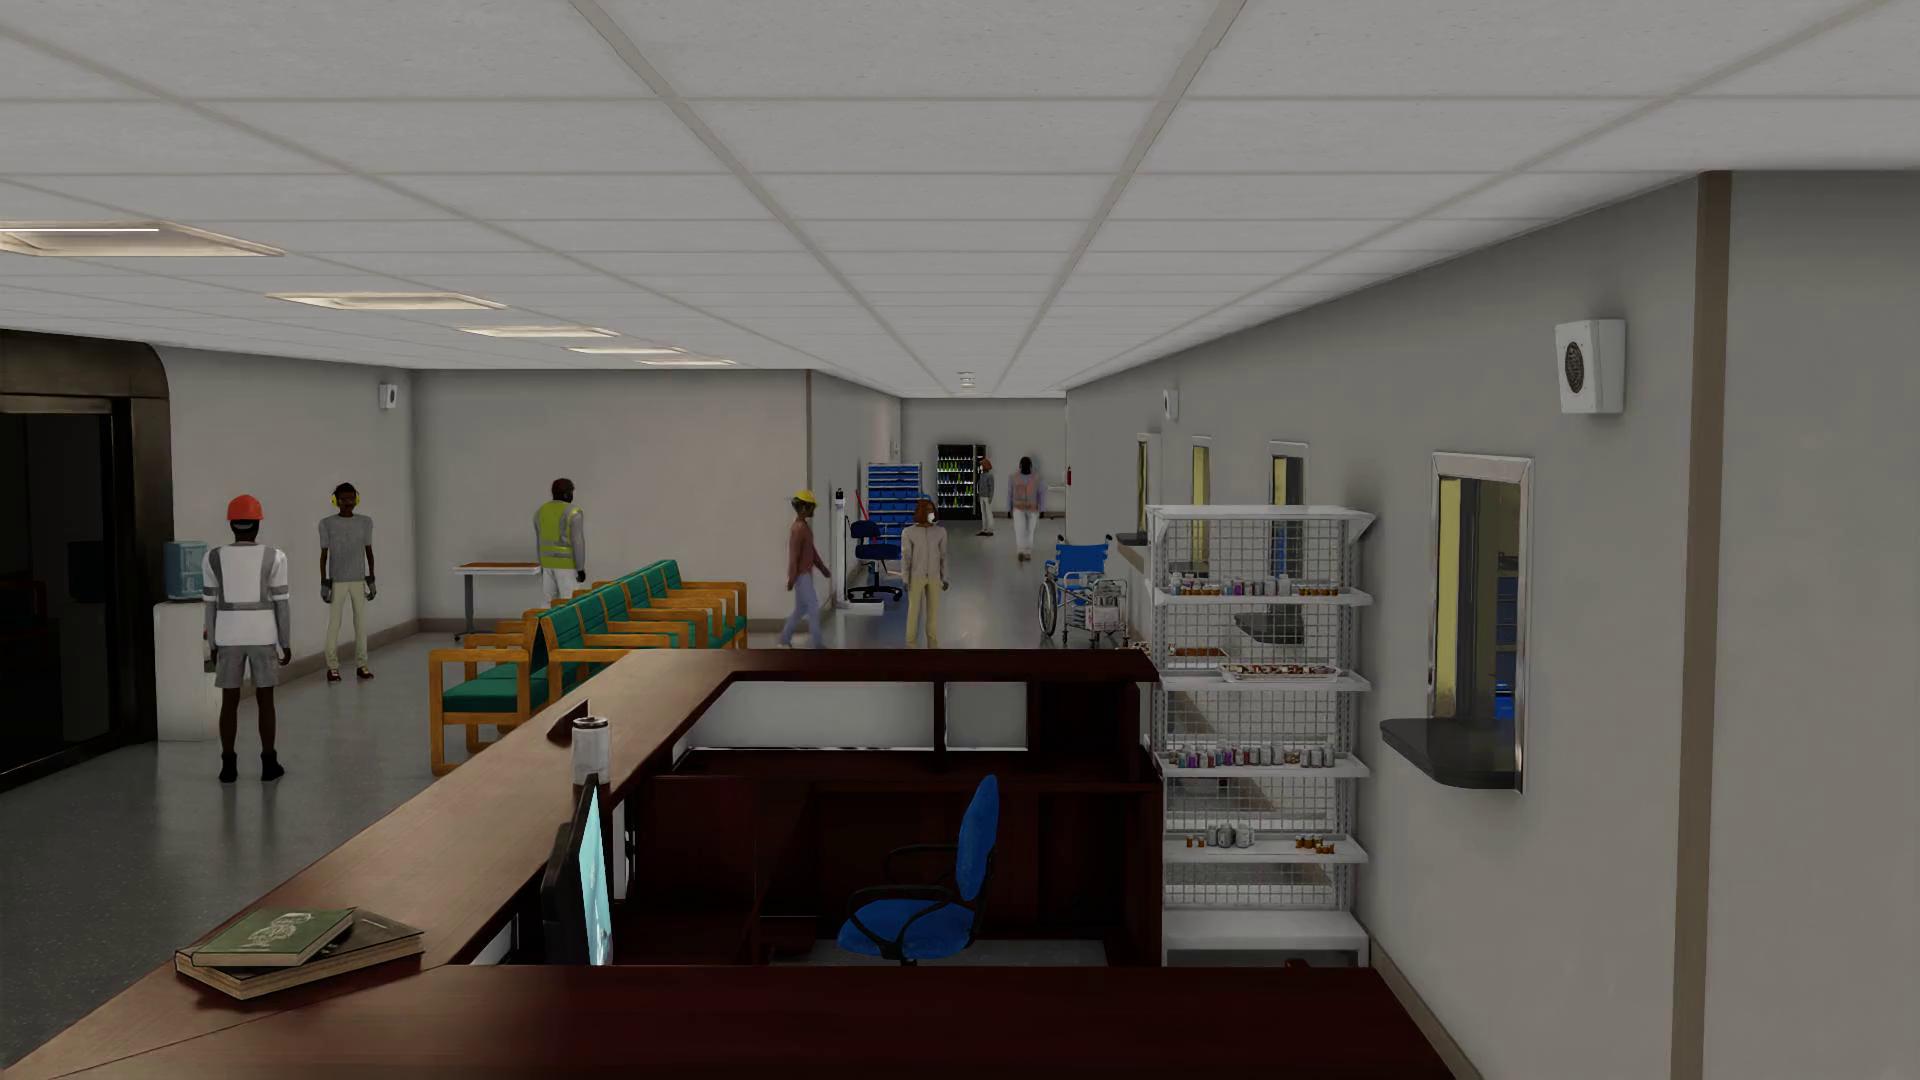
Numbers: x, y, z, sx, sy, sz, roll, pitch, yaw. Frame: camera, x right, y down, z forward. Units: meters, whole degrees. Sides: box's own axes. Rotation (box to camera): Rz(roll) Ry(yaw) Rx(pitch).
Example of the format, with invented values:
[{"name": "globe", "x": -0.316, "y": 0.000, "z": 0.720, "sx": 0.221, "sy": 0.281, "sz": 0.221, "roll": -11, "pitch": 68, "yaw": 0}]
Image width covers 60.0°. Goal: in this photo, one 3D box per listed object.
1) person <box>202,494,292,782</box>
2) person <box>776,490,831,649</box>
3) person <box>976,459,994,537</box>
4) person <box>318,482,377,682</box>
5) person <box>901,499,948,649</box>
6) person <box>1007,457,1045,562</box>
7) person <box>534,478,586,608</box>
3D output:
[{"name": "person", "x": -4.799, "y": 0.658, "z": 11.223, "sx": 0.546, "sy": 1.930, "sz": 0.388, "roll": -1, "pitch": 4, "yaw": -12}, {"name": "person", "x": -1.572, "y": 0.349, "z": 17.025, "sx": 0.682, "sy": 1.715, "sz": 0.532, "roll": 0, "pitch": 4, "yaw": 0}, {"name": "person", "x": 0.537, "y": -0.882, "z": 34.872, "sx": 0.278, "sy": 1.633, "sz": 0.507, "roll": -2, "pitch": 5, "yaw": -30}, {"name": "person", "x": -5.711, "y": 0.391, "z": 15.511, "sx": 0.498, "sy": 1.860, "sz": 0.328, "roll": -3, "pitch": 5, "yaw": -34}, {"name": "person", "x": -0.357, "y": 0.399, "z": 16.874, "sx": 0.507, "sy": 1.636, "sz": 0.275, "roll": -2, "pitch": 4, "yaw": -24}, {"name": "person", "x": 1.140, "y": -0.515, "z": 28.569, "sx": 0.654, "sy": 1.794, "sz": 0.927, "roll": 0, "pitch": 4, "yaw": -1}, {"name": "person", "x": -4.134, "y": 0.274, "z": 17.314, "sx": 0.624, "sy": 1.834, "sz": 0.432, "roll": 2, "pitch": 5, "yaw": 30}]
